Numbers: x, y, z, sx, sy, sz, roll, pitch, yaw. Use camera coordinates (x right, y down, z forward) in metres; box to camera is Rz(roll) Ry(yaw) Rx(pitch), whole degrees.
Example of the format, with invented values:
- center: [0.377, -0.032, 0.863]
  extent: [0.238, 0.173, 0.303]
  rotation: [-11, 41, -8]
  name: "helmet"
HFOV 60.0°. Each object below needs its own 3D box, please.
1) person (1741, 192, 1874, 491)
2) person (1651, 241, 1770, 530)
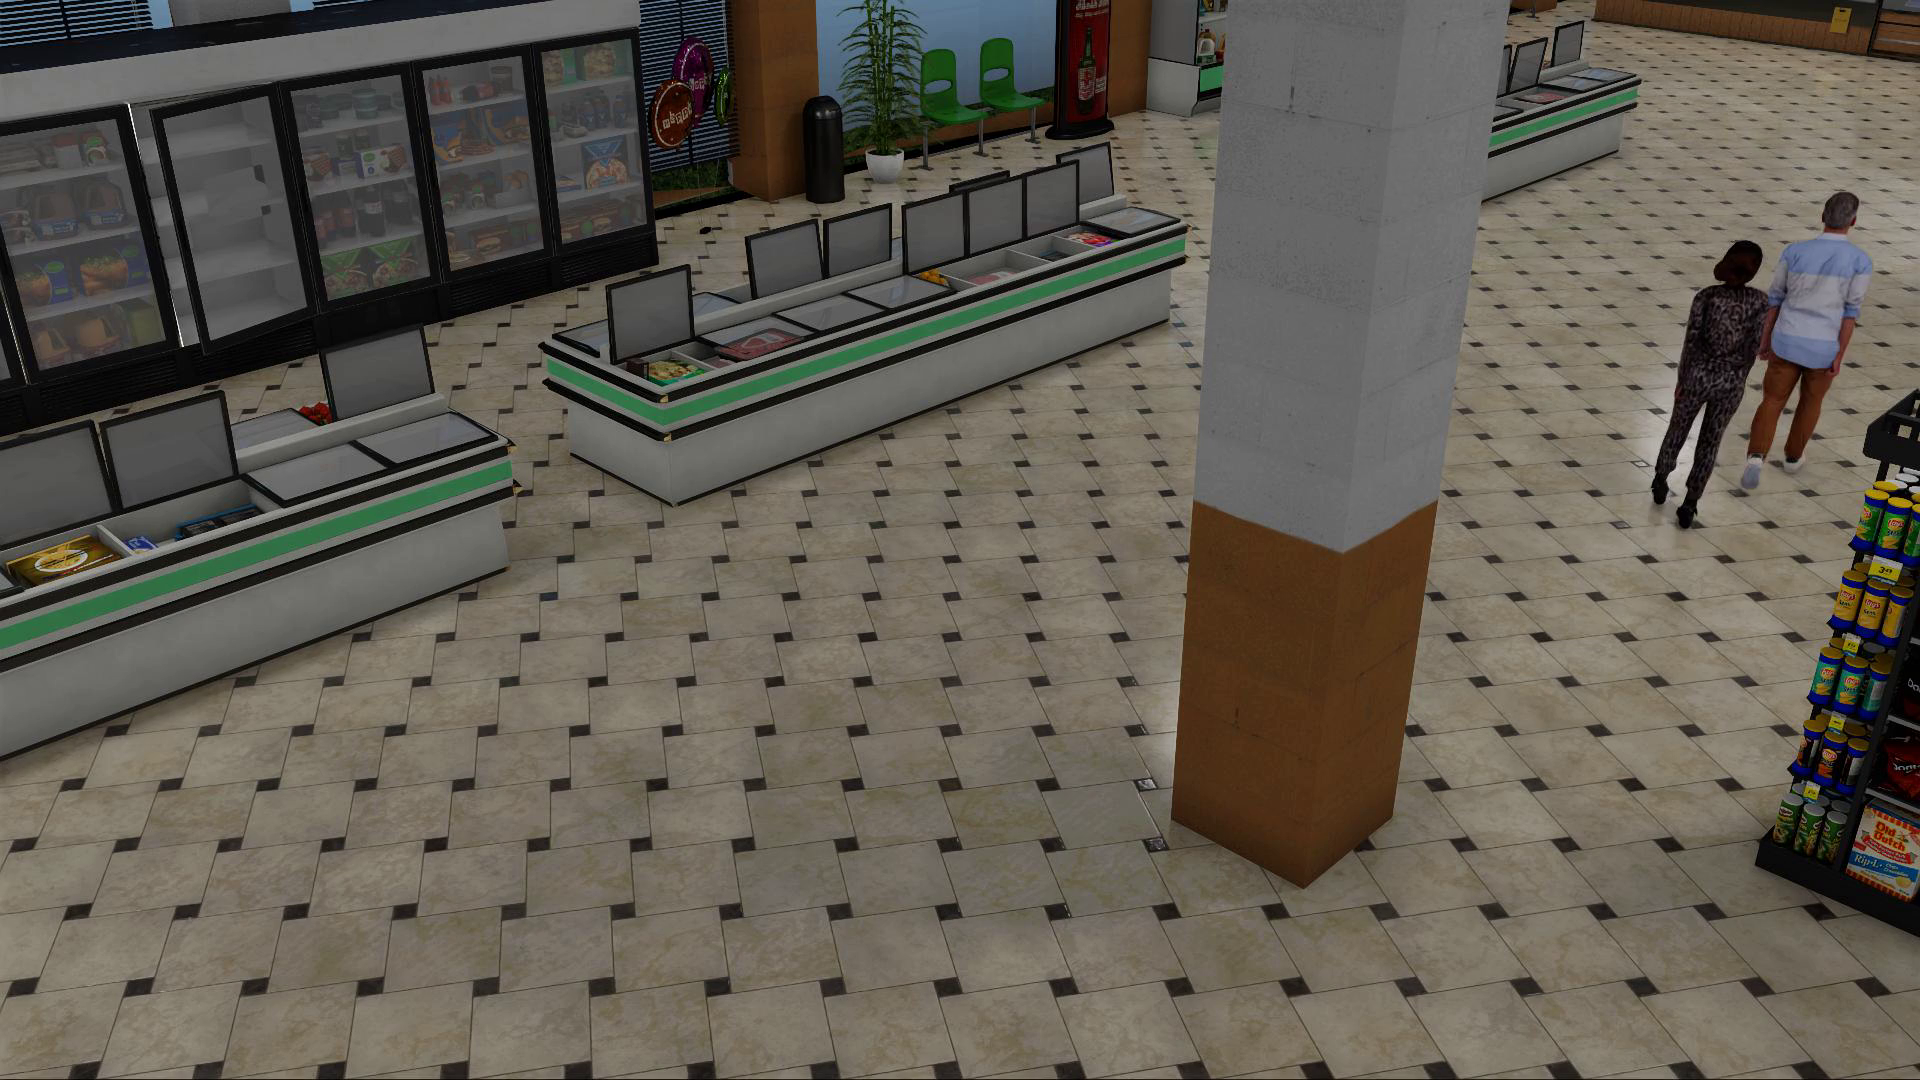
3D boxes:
- center: [5.078, -1.148, 10.009]
  extent: [0.836, 1.794, 1.175]
  rotation: [16, 31, 29]
  name: "person"
- center: [4.338, -0.859, 9.550]
  extent: [0.762, 1.694, 0.872]
  rotation: [7, 28, 14]
  name: "person"
